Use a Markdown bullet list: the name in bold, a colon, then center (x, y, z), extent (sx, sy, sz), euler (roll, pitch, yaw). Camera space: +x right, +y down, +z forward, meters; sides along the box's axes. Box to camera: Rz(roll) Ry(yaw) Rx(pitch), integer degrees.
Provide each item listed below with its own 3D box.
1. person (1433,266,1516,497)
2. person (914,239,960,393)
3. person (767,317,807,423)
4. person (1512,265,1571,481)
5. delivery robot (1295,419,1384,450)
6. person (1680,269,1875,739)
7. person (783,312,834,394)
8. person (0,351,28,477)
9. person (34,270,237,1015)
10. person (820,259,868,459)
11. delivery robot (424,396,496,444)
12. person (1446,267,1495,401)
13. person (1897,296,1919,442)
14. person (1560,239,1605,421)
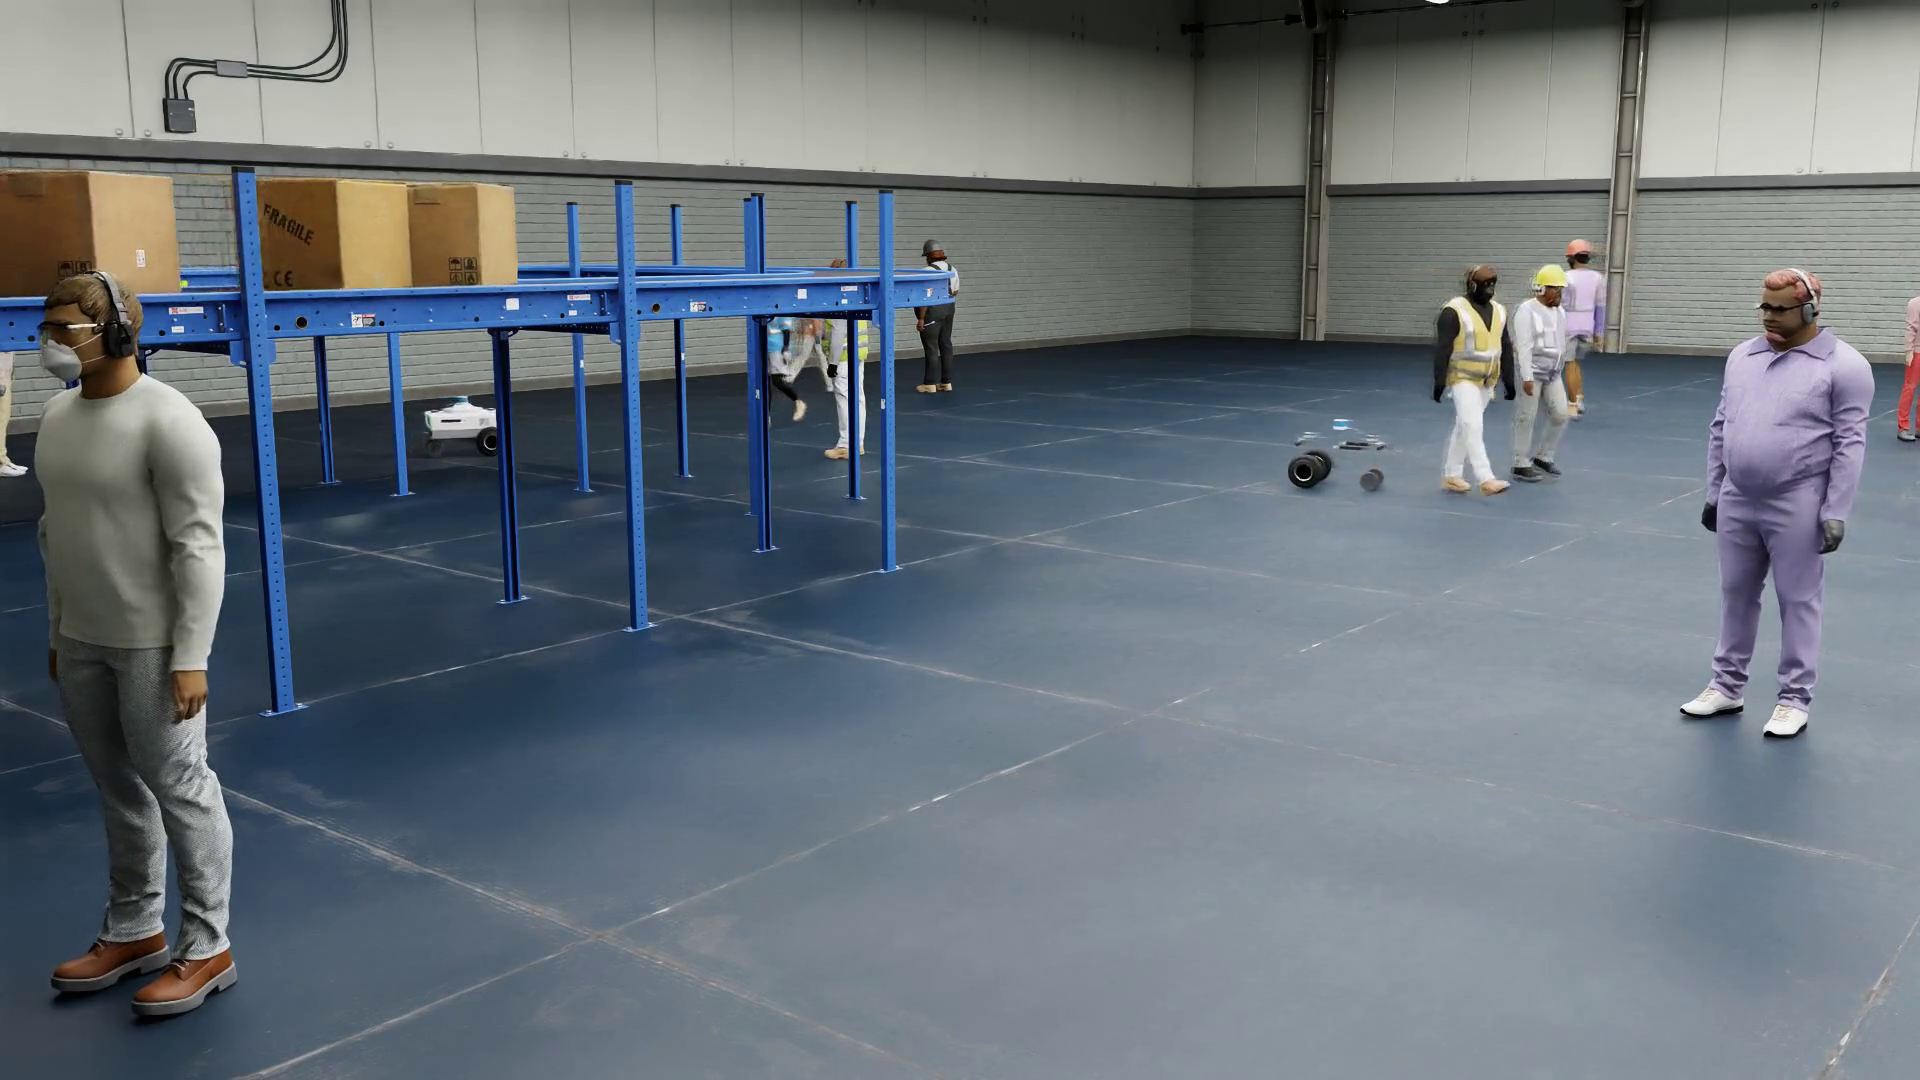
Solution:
- **person**: center (4.141, -1.240, 13.113), extent (0.660, 1.802, 0.901), euler (-5, 12, -27)
- **person**: center (-0.366, -2.988, 22.271), extent (0.537, 2.000, 0.679), euler (9, 14, 41)
- **person**: center (-2.004, -2.052, 17.945), extent (0.578, 1.687, 0.546), euler (-9, 14, -41)
- **person**: center (4.892, -1.391, 13.960), extent (0.598, 1.812, 0.481), euler (-6, 12, -30)
- **delivery robot**: center (3.136, -0.882, 13.741), extent (0.698, 0.223, 0.335), euler (5, 11, 23)
- **person**: center (3.343, -0.154, 6.845), extent (0.406, 1.901, 0.639), euler (-6, 12, -31)
- **person**: center (-1.977, -2.724, 21.900), extent (0.863, 1.598, 0.525), euler (-1, 10, -6)
- **person**: center (-8.260, -1.375, 14.345), extent (0.280, 1.631, 0.504), euler (-4, 11, -23)
- **person**: center (-2.182, 0.272, 4.372), extent (0.627, 1.941, 0.371), euler (6, 12, 28)
- **person**: center (-1.083, -1.690, 15.515), extent (0.430, 1.845, 0.619), euler (4, 11, 21)
- **delivery robot**: center (-4.716, -1.123, 15.797), extent (0.707, 0.478, 0.477), euler (-4, 11, -19)
- **person**: center (6.433, -2.581, 20.891), extent (0.712, 1.670, 0.557), euler (3, 11, 17)
- **person**: center (9.781, -1.884, 16.810), extent (0.523, 1.764, 0.323), euler (-3, 11, -15)
- **person**: center (6.934, -2.388, 18.897), extent (0.607, 2.024, 0.610), euler (-3, 11, -17)
